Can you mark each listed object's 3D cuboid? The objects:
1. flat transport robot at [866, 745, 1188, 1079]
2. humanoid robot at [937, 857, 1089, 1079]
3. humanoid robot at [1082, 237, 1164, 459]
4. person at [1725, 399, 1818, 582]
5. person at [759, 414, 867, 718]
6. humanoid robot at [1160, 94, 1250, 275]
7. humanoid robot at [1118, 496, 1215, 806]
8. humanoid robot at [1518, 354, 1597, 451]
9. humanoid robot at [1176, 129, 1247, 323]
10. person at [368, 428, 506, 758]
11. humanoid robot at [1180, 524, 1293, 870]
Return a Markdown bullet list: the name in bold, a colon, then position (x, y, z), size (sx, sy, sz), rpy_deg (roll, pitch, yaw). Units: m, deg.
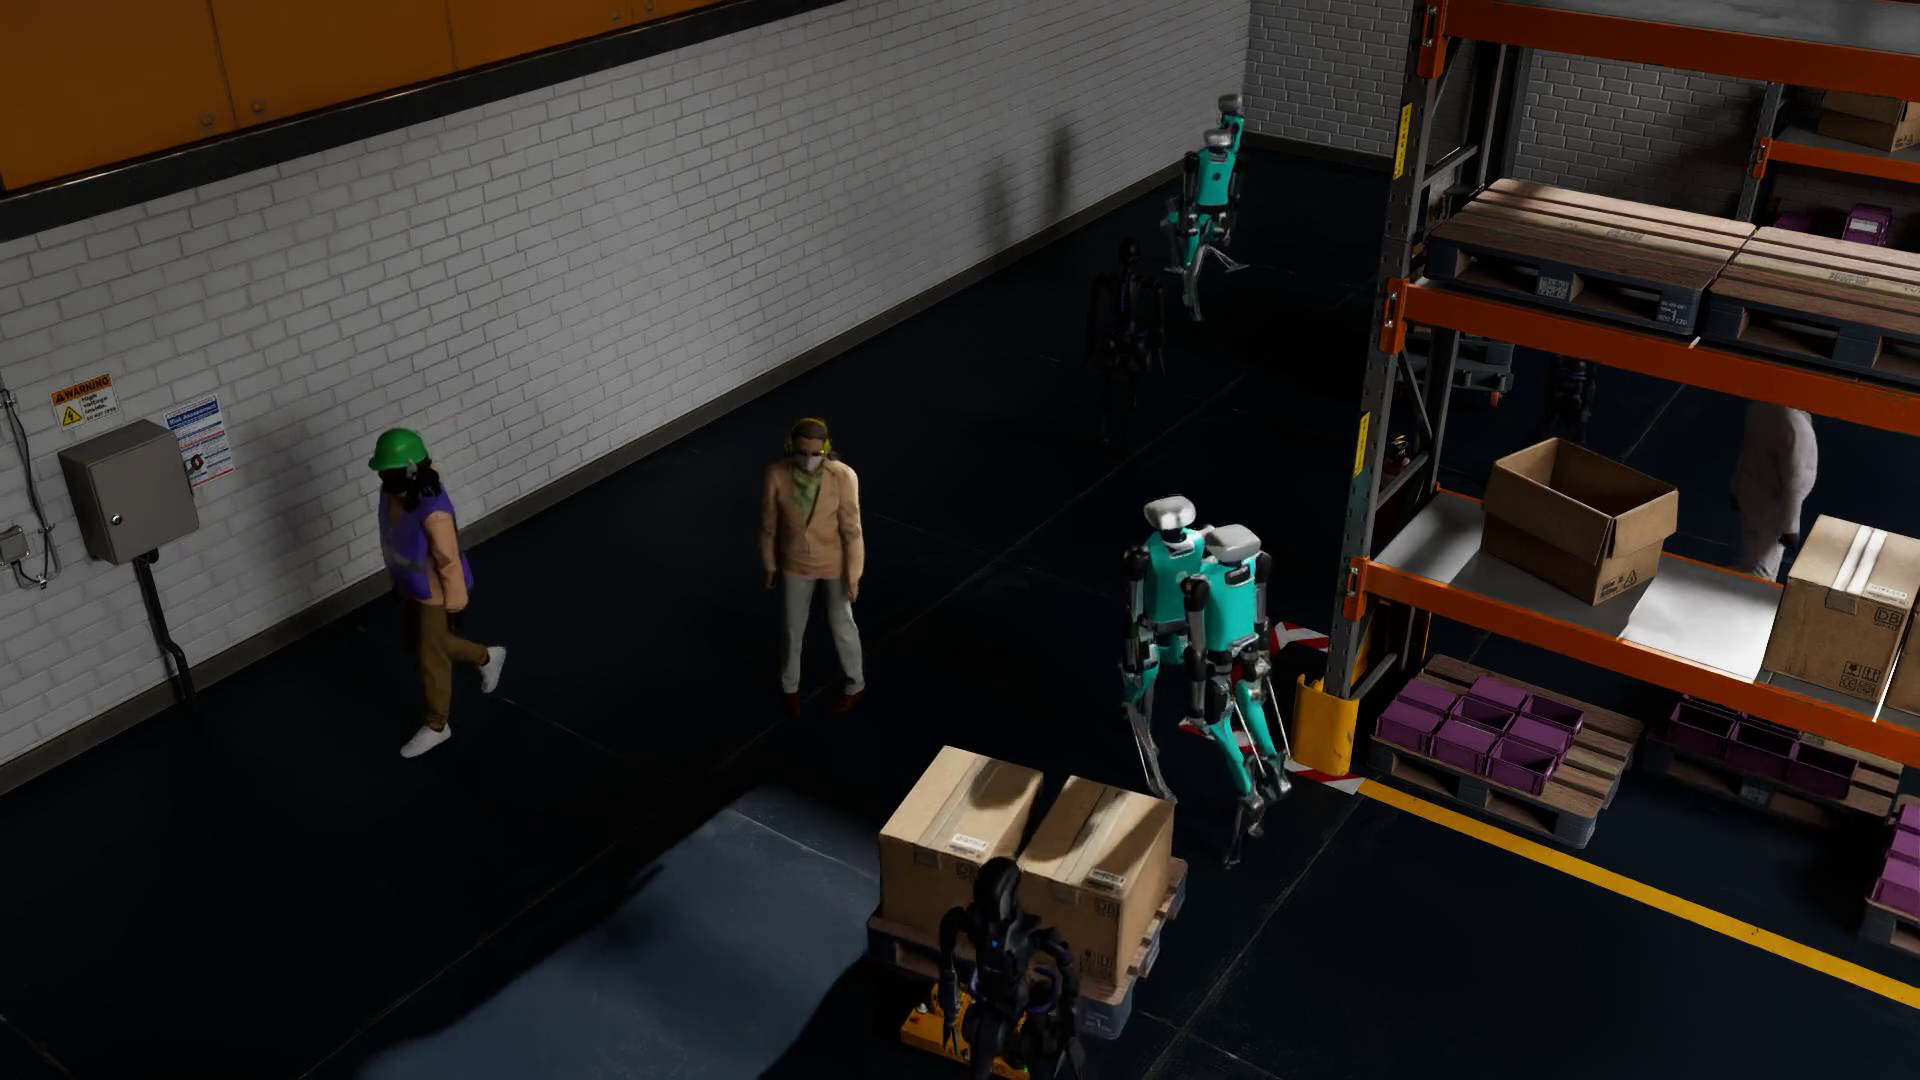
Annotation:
- **flat transport robot**: position (0.320, 1.891, 7.759), size (0.659, 0.231, 1.431), rpy_deg (13, 32, 21)
- **humanoid robot**: position (0.204, 1.875, 6.382), size (0.614, 1.642, 0.523), rpy_deg (10, 31, 17)
- **humanoid robot**: position (1.190, -1.392, 12.043), size (0.613, 1.642, 0.335), rpy_deg (7, 31, 12)
- **person**: position (4.713, -0.227, 9.821), size (0.782, 1.881, 0.653), rpy_deg (5, 30, 9)
- **person**: position (-0.815, 0.134, 9.212), size (0.604, 1.864, 0.395), rpy_deg (3, 30, 5)
- **humanoid robot**: position (2.159, -3.156, 15.074), size (1.012, 1.758, 0.543), rpy_deg (5, 30, 8)
- **humanoid robot**: position (0.983, 0.485, 8.751), size (0.557, 1.786, 0.886), rpy_deg (-11, 32, -19)
- **humanoid robot**: position (4.222, -1.072, 11.564), size (0.790, 1.634, 0.623), rpy_deg (0, 30, -1)
- **humanoid robot**: position (2.080, -2.740, 14.323), size (0.550, 1.733, 0.952), rpy_deg (-4, 30, -7)
- **person**: position (-2.857, 0.235, 8.985), size (0.692, 1.913, 0.548), rpy_deg (-26, 39, -38)
- **humanoid robot**: position (1.441, 0.843, 8.135), size (0.530, 1.798, 0.778), rpy_deg (-21, 36, -31)
